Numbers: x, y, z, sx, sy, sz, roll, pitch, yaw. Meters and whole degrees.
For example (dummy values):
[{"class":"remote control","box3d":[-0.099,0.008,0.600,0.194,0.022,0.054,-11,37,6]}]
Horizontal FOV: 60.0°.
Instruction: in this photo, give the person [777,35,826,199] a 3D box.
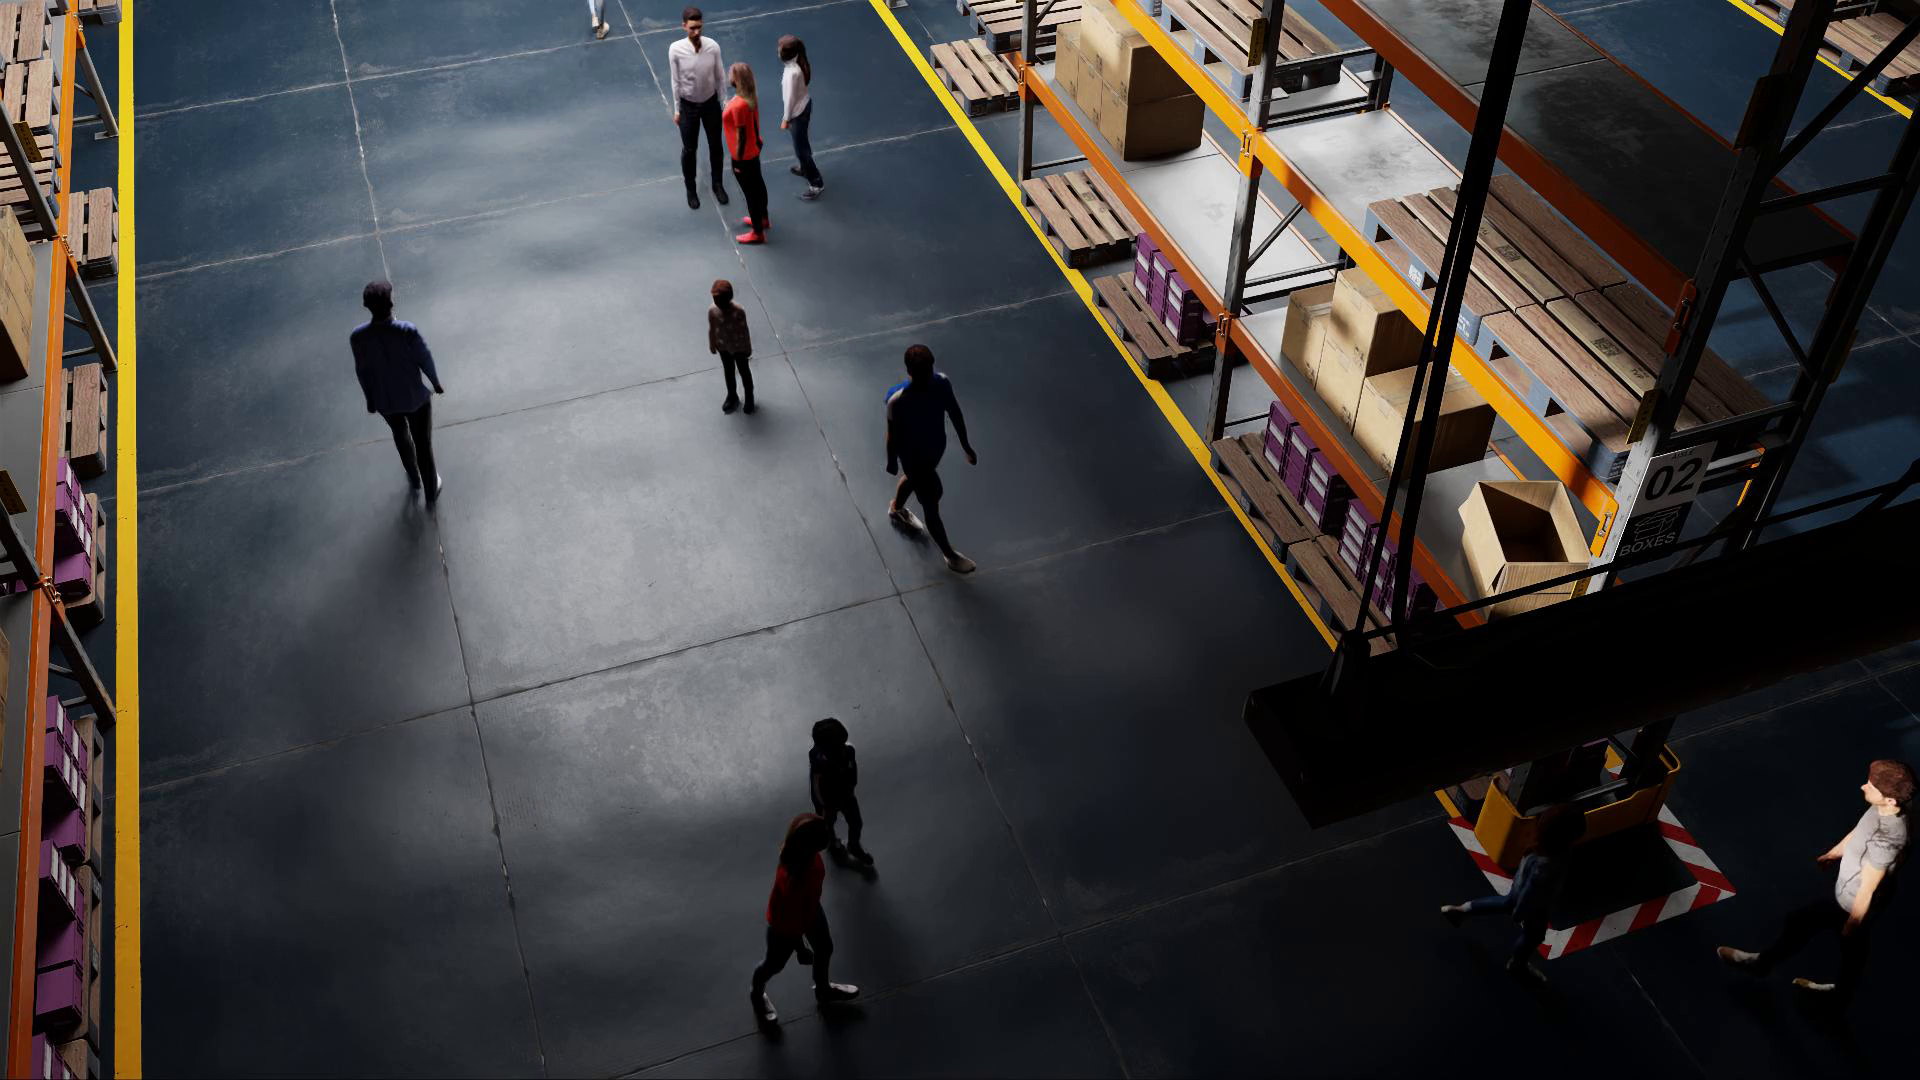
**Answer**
[{"class":"person","box3d":[-1.477,-3.928,15.230,0.873,1.538,0.678,10,45,10]}]

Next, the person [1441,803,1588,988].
[{"class":"person","box3d":[3.095,1.900,9.170,0.974,1.458,0.918,15,46,16]}]

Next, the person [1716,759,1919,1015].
[{"class":"person","box3d":[4.875,1.923,8.866,1.081,1.846,0.964,25,49,24]}]

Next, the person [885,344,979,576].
[{"class":"person","box3d":[-0.333,-0.665,11.608,1.321,1.810,1.031,33,53,30]}]

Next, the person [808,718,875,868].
[{"class":"person","box3d":[-0.776,1.451,9.821,0.631,1.210,0.688,-32,52,-29]}]

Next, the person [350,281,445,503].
[{"class":"person","box3d":[-4.006,-1.001,11.911,0.757,1.878,0.829,-6,44,-7]}]

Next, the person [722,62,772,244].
[{"class":"person","box3d":[-1.859,-3.398,14.562,0.734,1.693,0.620,6,44,6]}]

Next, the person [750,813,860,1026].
[{"class":"person","box3d":[-0.931,2.030,8.874,0.931,1.679,0.910,12,45,12]}]

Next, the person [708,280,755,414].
[{"class":"person","box3d":[-1.775,-1.537,12.970,0.554,1.194,0.582,5,44,5]}]

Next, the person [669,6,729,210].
[{"class":"person","box3d":[-2.350,-3.958,15.024,0.671,1.864,0.651,-10,45,-10]}]
